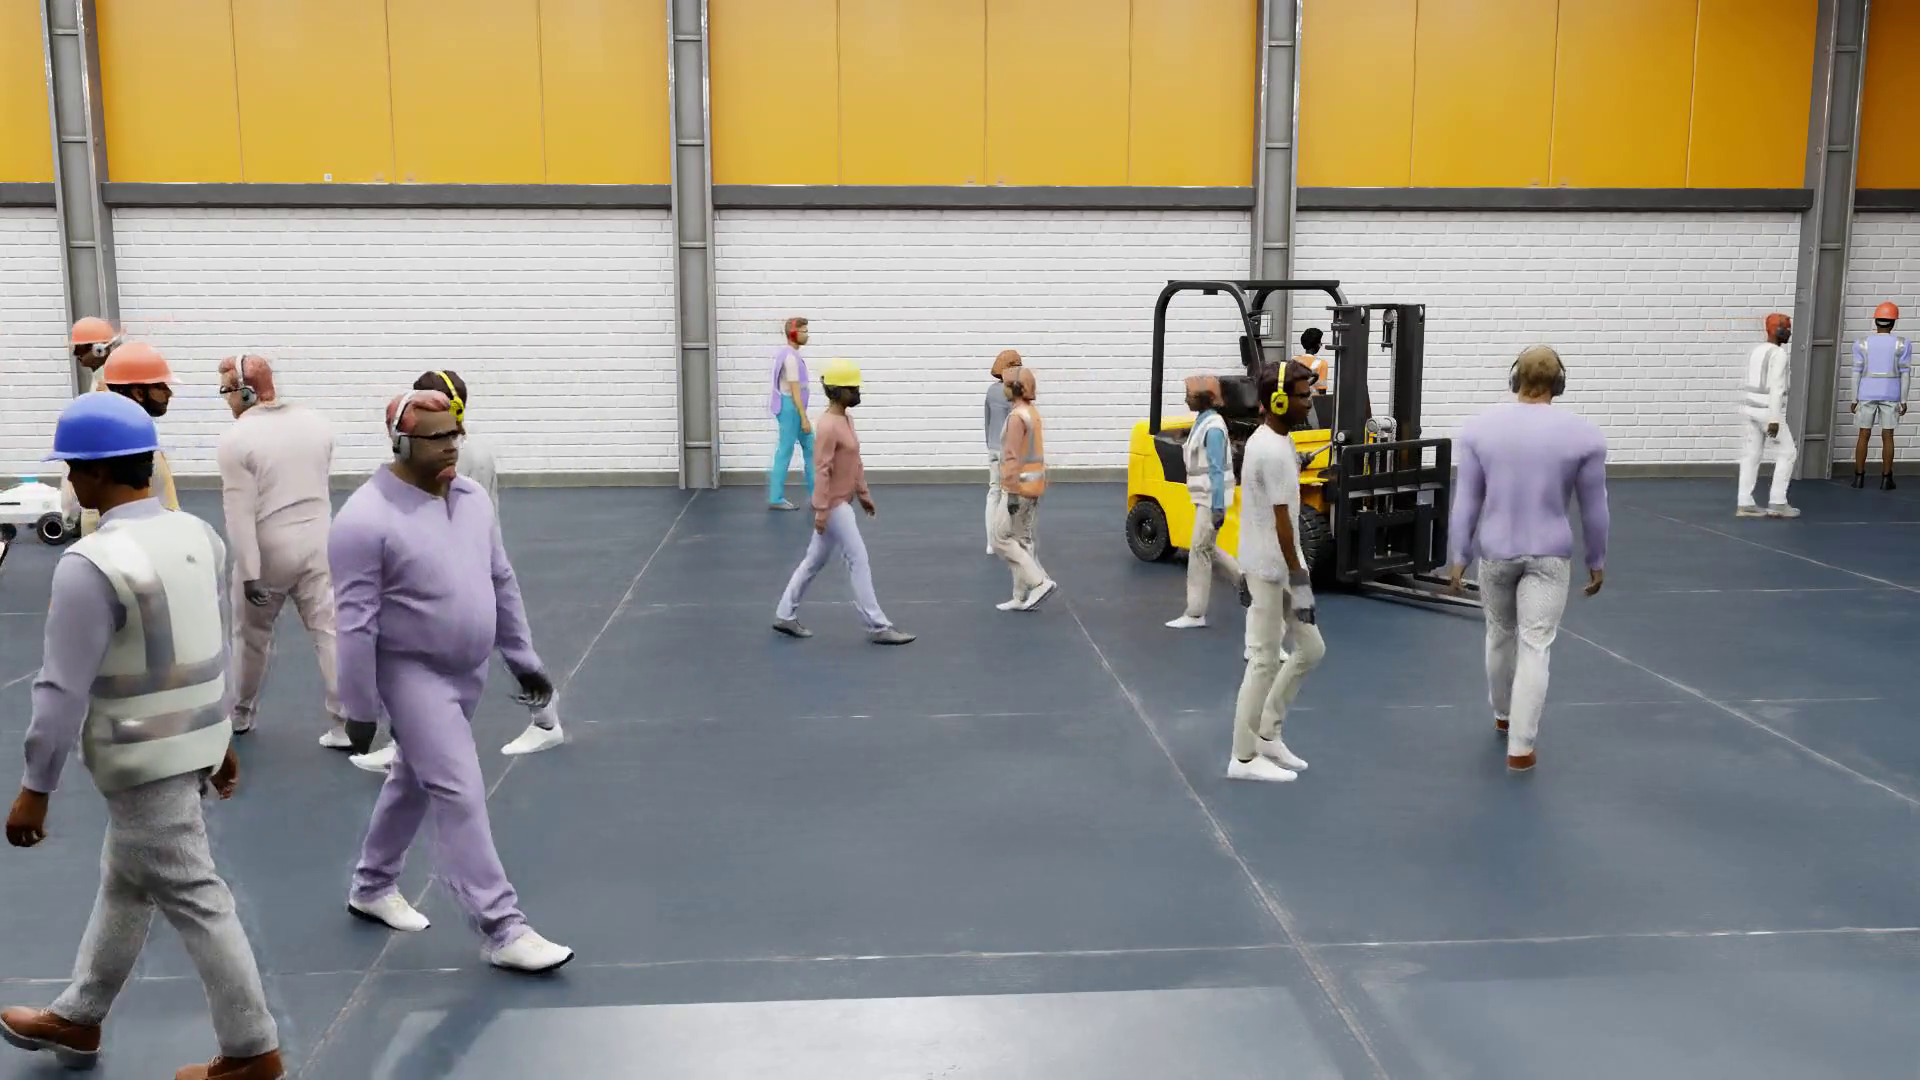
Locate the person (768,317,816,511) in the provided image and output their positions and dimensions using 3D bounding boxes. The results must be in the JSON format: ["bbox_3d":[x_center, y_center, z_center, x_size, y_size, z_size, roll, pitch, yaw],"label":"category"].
[{"bbox_3d":[-1.443,-1.170,15.575,0.807,1.815,0.587,0,9,-1],"label":"person"}]

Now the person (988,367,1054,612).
[{"bbox_3d":[0.378,-0.316,10.838,0.369,1.624,0.534,2,9,15],"label":"person"}]

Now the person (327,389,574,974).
[{"bbox_3d":[-1.685,0.439,5.385,0.991,1.858,0.650,3,10,20],"label":"person"}]

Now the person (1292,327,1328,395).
[{"bbox_3d":[3.507,-1.294,16.779,0.317,1.693,0.536,-5,10,-30],"label":"person"}]

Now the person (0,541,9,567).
[{"bbox_3d":[-7.124,-0.569,11.616,0.664,1.888,0.650,-4,10,-22],"label":"person"}]

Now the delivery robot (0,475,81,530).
[{"bbox_3d":[-7.675,-0.295,13.767,0.707,0.478,0.477,-1,9,-8],"label":"delivery robot"}]

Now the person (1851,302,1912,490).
[{"bbox_3d":[9.507,-1.484,17.199,0.545,1.938,0.358,6,11,32],"label":"person"}]

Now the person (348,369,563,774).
[{"bbox_3d":[-2.221,0.145,7.418,1.000,1.796,0.543,-9,13,-44],"label":"person"}]

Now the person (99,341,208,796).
[{"bbox_3d":[-3.426,0.133,7.047,0.358,1.937,0.552,-4,10,-24],"label":"person"}]

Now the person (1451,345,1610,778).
[{"bbox_3d":[2.615,0.068,7.600,0.657,1.890,0.986,5,10,27],"label":"person"}]

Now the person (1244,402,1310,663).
[{"bbox_3d":[1.796,-0.089,9.436,0.411,1.612,0.564,-1,9,-3],"label":"person"}]

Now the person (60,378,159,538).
[{"bbox_3d":[-5.044,-0.164,9.907,0.542,1.608,0.424,-4,10,-25],"label":"person"}]

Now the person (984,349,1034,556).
[{"bbox_3d":[0.370,-0.681,13.102,0.283,1.634,0.498,-5,10,-29],"label":"person"}]

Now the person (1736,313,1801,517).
[{"bbox_3d":[7.467,-1.127,15.179,0.676,1.862,0.615,0,9,1],"label":"person"}]

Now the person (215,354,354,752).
[{"bbox_3d":[-3.213,0.062,7.763,1.013,1.840,0.666,6,11,32],"label":"person"}]

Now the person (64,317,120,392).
[{"bbox_3d":[-5.470,-0.506,11.052,0.908,1.955,0.636,-6,11,-34],"label":"person"}]

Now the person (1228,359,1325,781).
[{"bbox_3d":[1.395,0.155,7.180,0.502,1.853,0.523,2,9,13],"label":"person"}]

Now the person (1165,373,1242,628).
[{"bbox_3d":[1.617,-0.234,10.355,0.586,1.616,0.525,0,9,0],"label":"person"}]

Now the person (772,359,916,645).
[{"bbox_3d":[-0.741,-0.227,9.996,0.909,1.722,0.539,1,9,7],"label":"person"}]

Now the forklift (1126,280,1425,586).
[{"bbox_3d":[2.301,-0.860,12.475,1.214,2.155,2.313,-6,11,-35],"label":"forklift"}]

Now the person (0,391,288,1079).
[{"bbox_3d":[-2.263,0.565,4.412,0.952,1.900,0.630,0,9,2],"label":"person"}]
